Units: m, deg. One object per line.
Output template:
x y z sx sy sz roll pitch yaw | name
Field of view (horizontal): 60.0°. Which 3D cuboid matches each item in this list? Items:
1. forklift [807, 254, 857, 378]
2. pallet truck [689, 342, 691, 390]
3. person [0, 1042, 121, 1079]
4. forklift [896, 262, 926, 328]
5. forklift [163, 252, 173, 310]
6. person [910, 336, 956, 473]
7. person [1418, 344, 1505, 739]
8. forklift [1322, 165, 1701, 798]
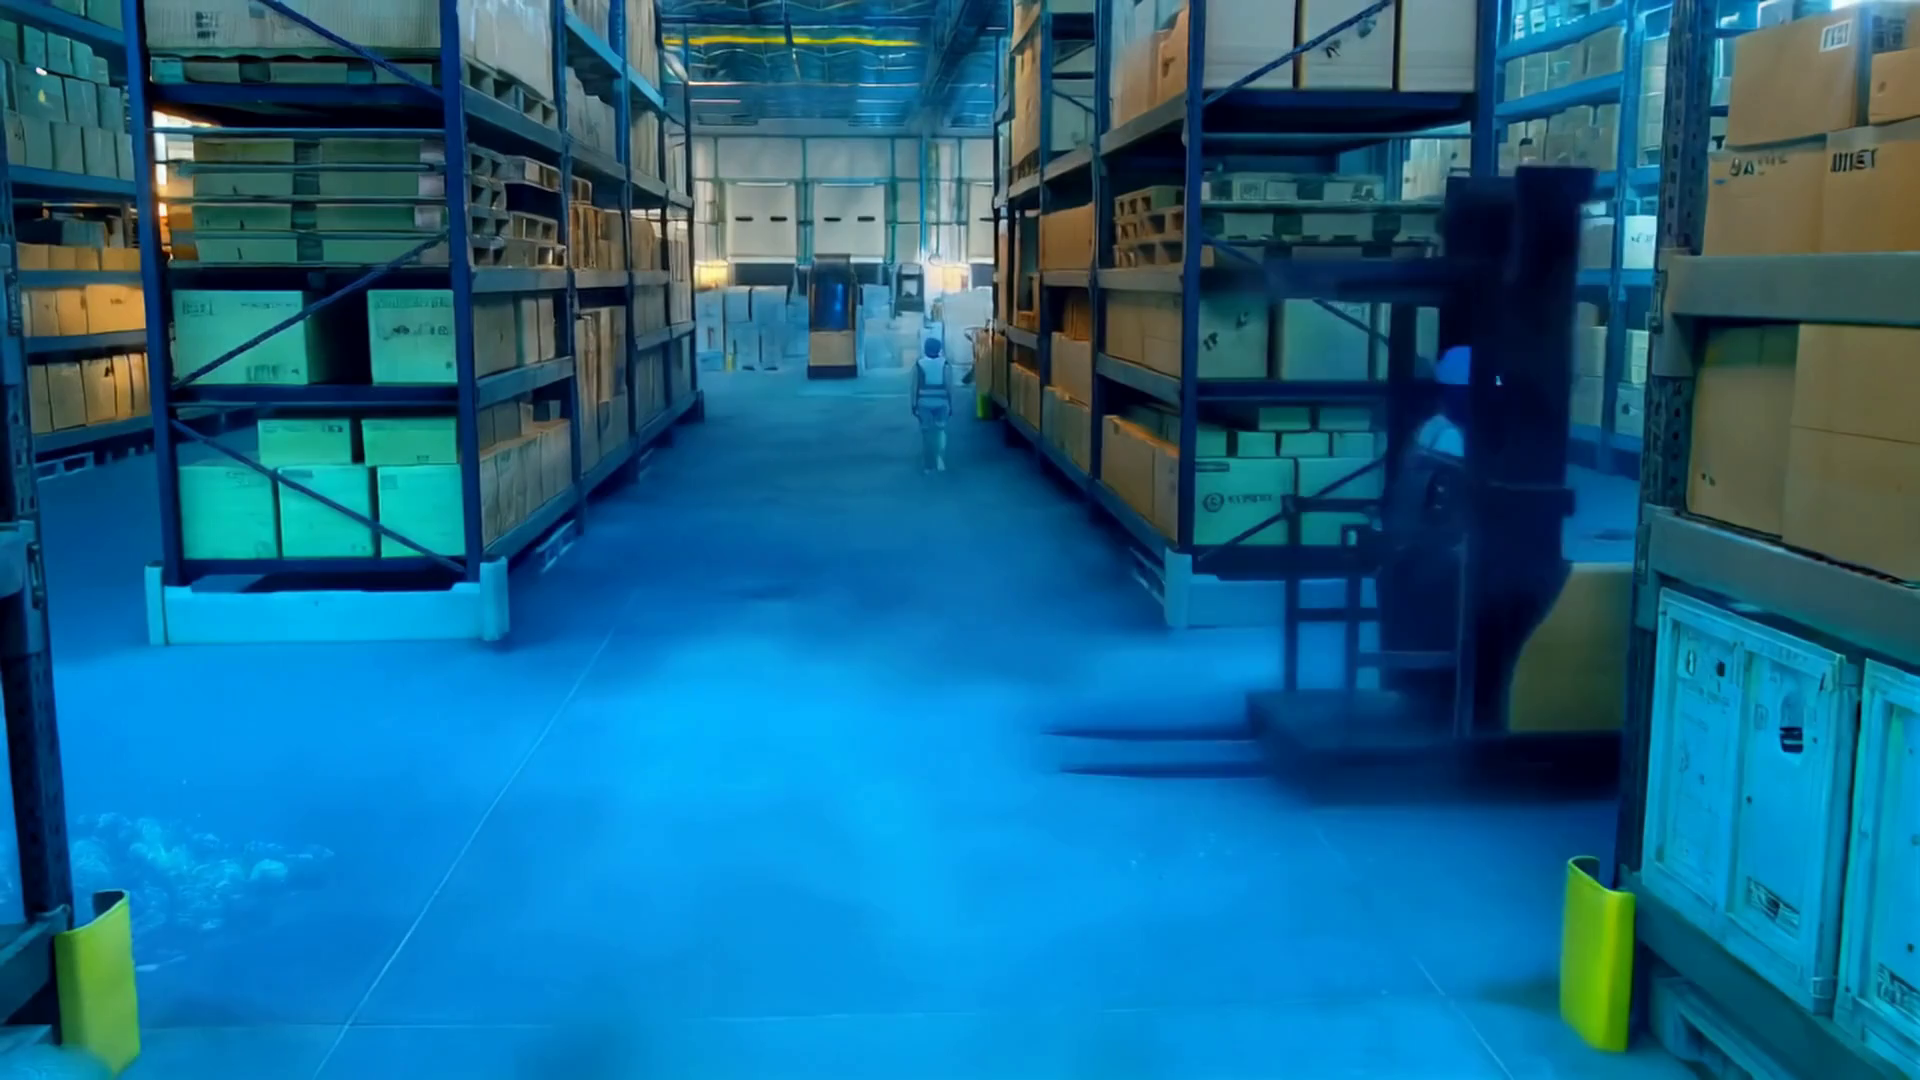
-2.942 -5.145 38.138 1.129 2.768 1.873 -1 9 -4 | forklift
-5.225 -3.008 27.480 1.885 1.965 0.823 2 9 14 | pallet truck
-0.877 1.283 1.674 0.280 1.634 0.499 -4 10 -25 | person
-1.780 -8.547 59.499 1.129 2.768 1.873 -1 9 -4 | forklift
-15.912 -4.529 34.269 1.129 2.768 1.873 -1 9 -4 | forklift
-0.327 -1.610 19.838 0.546 1.625 0.365 -1 9 -4 | person
2.443 0.060 8.129 0.540 2.020 0.631 2 9 11 | person
2.535 -0.309 7.771 1.873 2.768 1.129 -1 9 -4 | forklift
